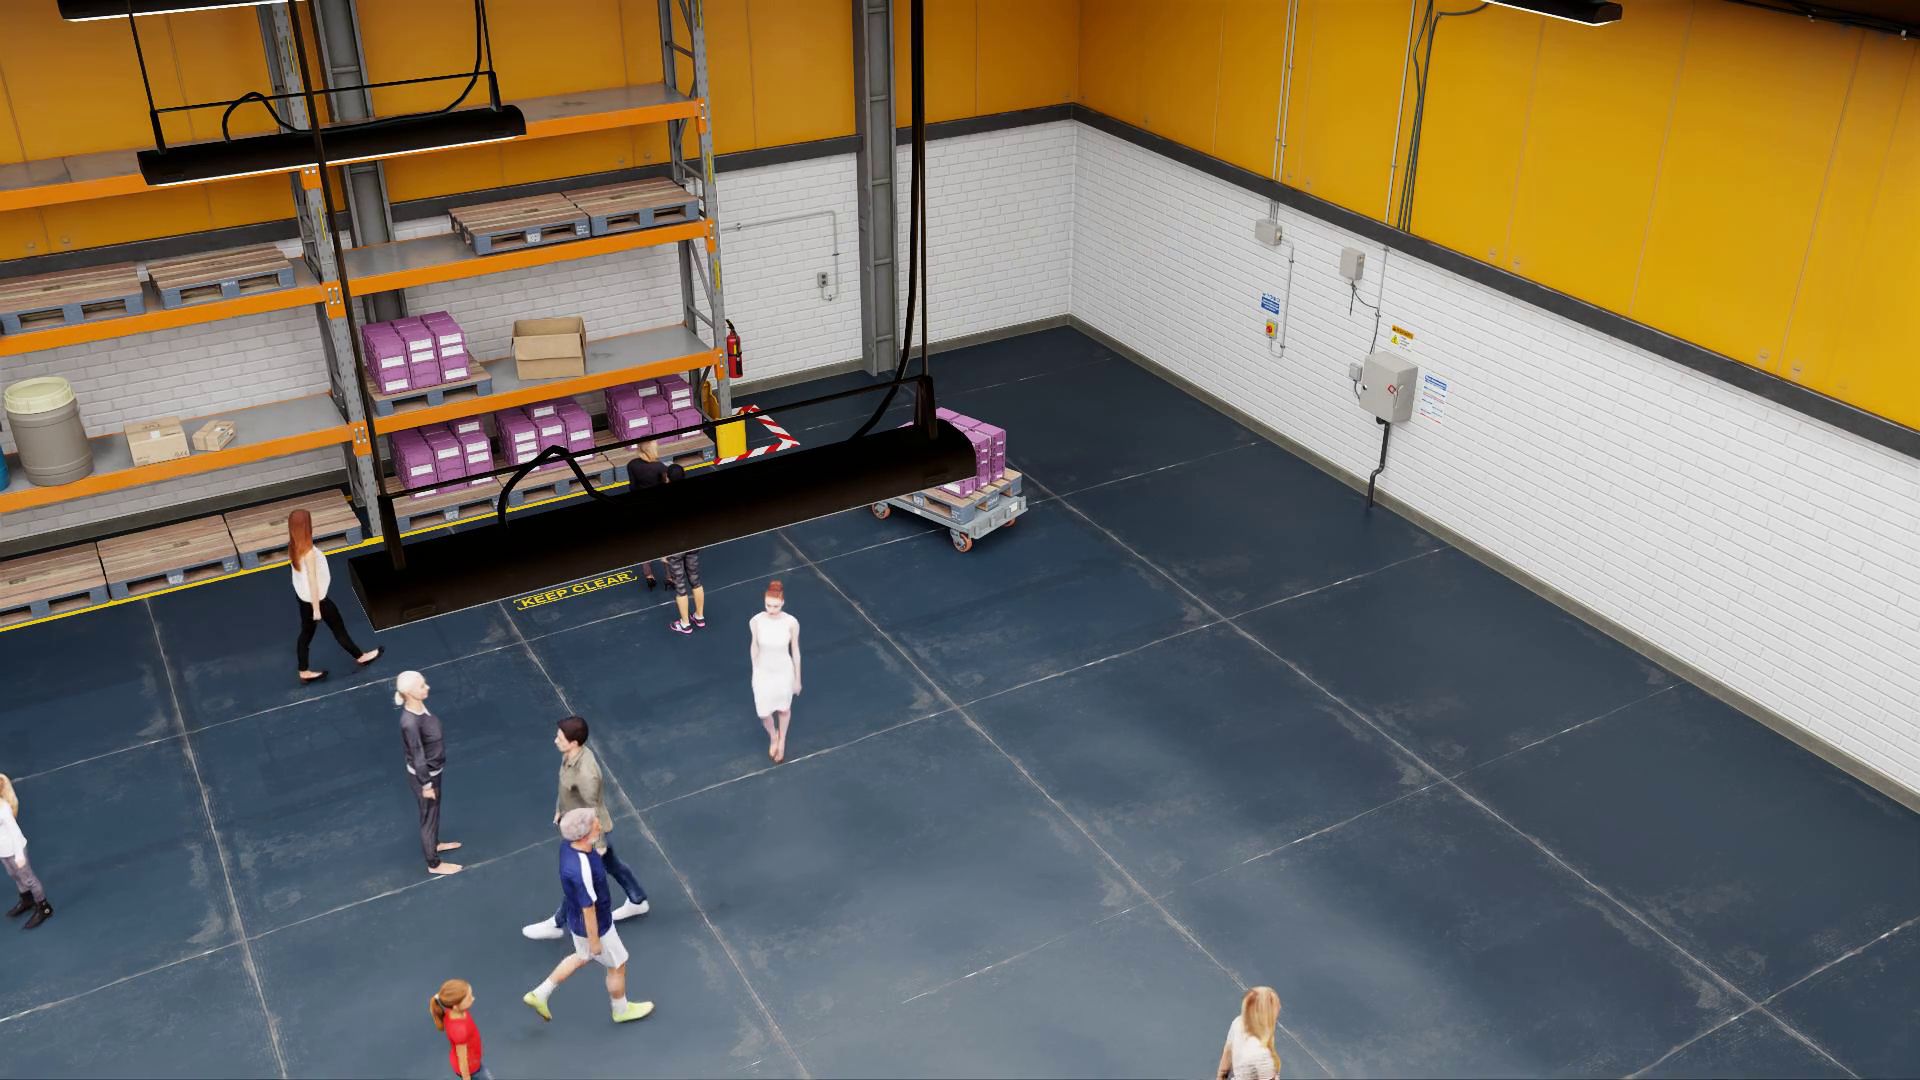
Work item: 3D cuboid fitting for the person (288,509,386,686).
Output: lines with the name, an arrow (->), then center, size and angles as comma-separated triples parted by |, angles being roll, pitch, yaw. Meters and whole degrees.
person -> -5.812, 0.547, 14.721 | 1.038, 1.692, 0.724 | -22, 36, -35

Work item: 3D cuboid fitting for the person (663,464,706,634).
person -> -2.594, 0.071, 15.556 | 0.555, 1.729, 0.680 | -24, 37, -37

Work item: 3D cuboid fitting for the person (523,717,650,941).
person -> -2.554, 2.043, 11.851 | 1.192, 1.815, 0.833 | -11, 30, -19

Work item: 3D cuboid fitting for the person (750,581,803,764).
person -> -1.493, 1.062, 13.685 | 0.703, 1.781, 0.774 | 2, 29, 4

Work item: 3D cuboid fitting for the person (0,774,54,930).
person -> -6.883, 2.230, 12.069 | 0.567, 1.278, 0.594 | 18, 33, 29

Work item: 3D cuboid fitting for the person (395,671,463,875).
person -> -4.034, 1.719, 12.538 | 0.618, 1.725, 0.658 | -7, 29, -12

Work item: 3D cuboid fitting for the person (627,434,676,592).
person -> -2.995, -0.255, 16.220 | 0.671, 1.666, 0.731 | 7, 29, 13

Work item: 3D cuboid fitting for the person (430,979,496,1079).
person -> -3.089, 3.226, 10.216 | 0.527, 1.303, 0.490 | -13, 31, -22

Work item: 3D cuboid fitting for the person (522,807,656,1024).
person -> -2.519, 2.526, 10.965 | 1.098, 1.815, 0.716 | -11, 31, -20

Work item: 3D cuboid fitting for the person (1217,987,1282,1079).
person -> 1.544, 3.324, 9.529 | 1.226, 1.790, 0.847 | -6, 29, -11
